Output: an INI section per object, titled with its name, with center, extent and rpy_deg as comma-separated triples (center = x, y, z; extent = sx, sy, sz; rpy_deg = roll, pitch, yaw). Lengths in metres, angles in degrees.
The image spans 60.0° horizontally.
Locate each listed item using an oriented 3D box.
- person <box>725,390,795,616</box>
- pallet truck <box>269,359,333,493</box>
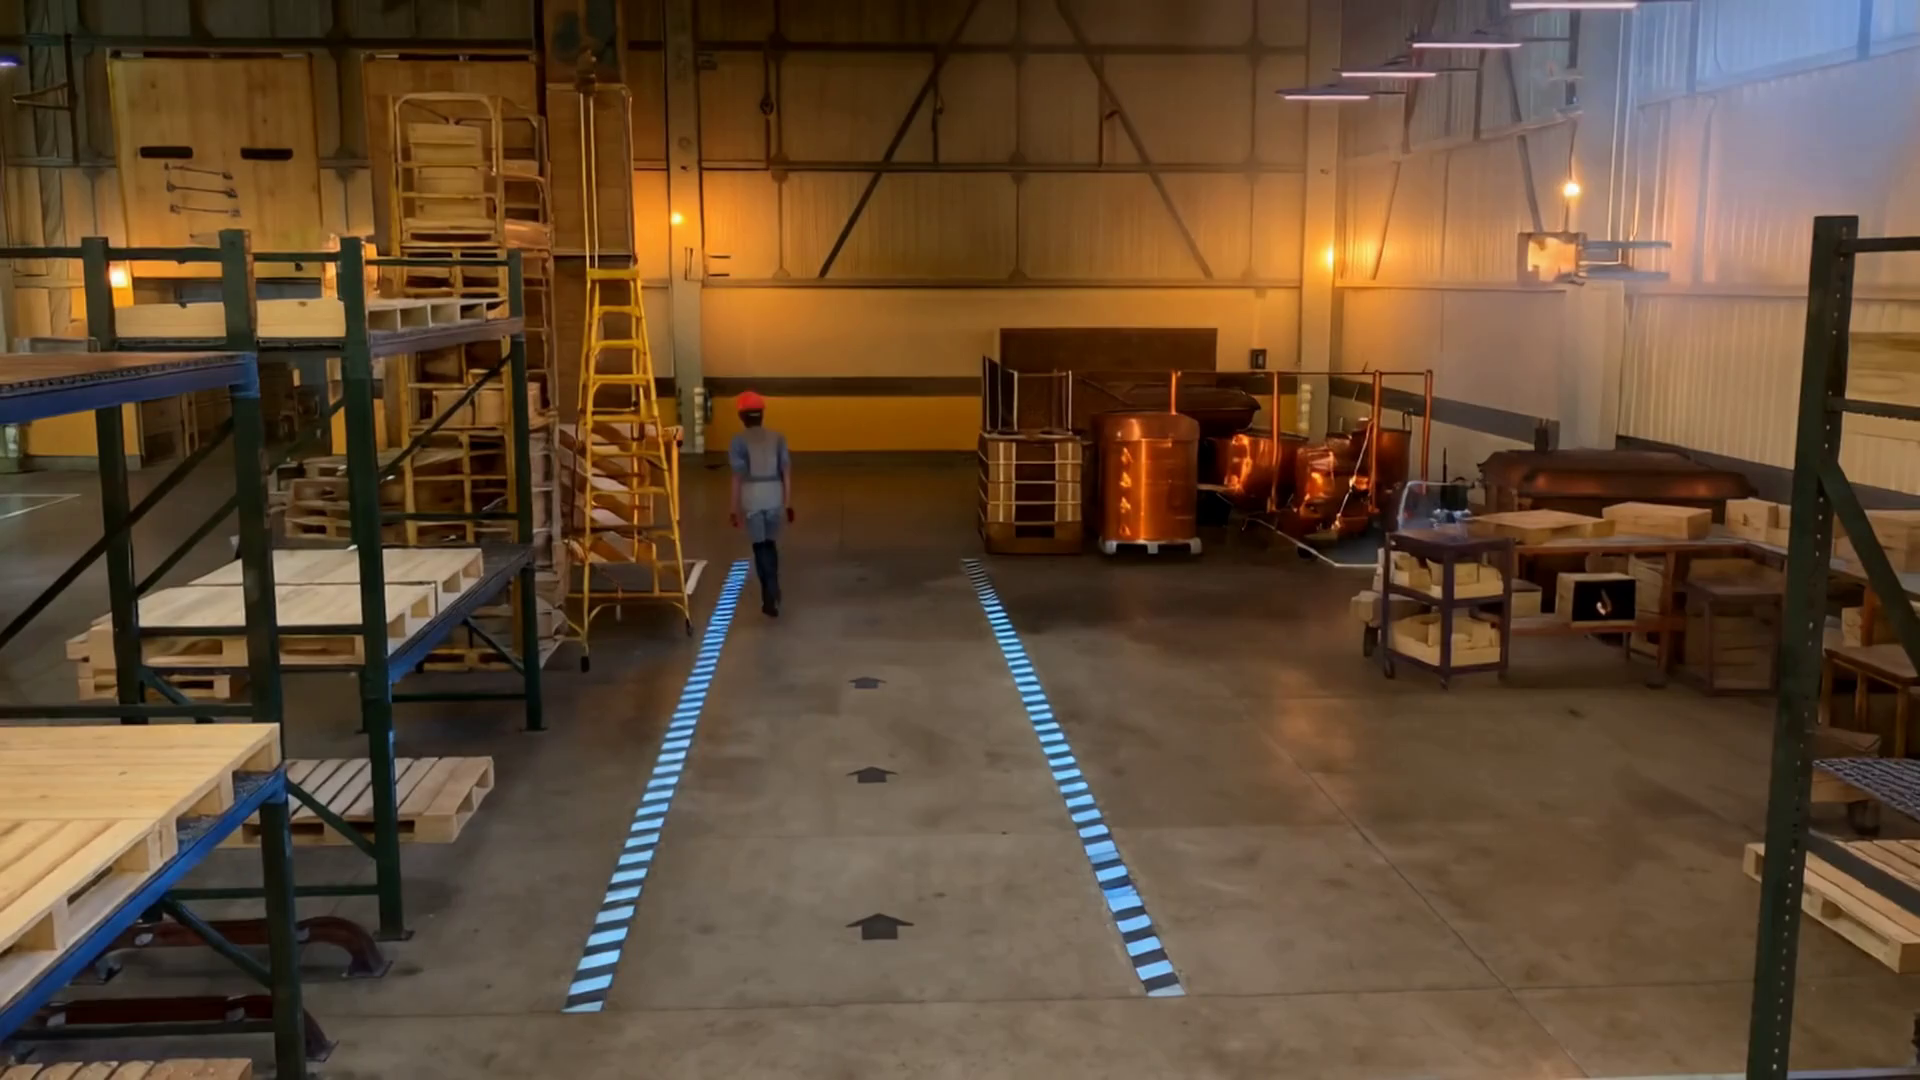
[person]
center = -1.730, -0.318, 14.178
extent = 0.573, 1.902, 0.714
rpy_deg = -4, 10, -26
[pallet truck]
center = -7.062, -1.131, 18.996
extent = 1.885, 1.965, 0.823
rpy_deg = 2, 9, 13
